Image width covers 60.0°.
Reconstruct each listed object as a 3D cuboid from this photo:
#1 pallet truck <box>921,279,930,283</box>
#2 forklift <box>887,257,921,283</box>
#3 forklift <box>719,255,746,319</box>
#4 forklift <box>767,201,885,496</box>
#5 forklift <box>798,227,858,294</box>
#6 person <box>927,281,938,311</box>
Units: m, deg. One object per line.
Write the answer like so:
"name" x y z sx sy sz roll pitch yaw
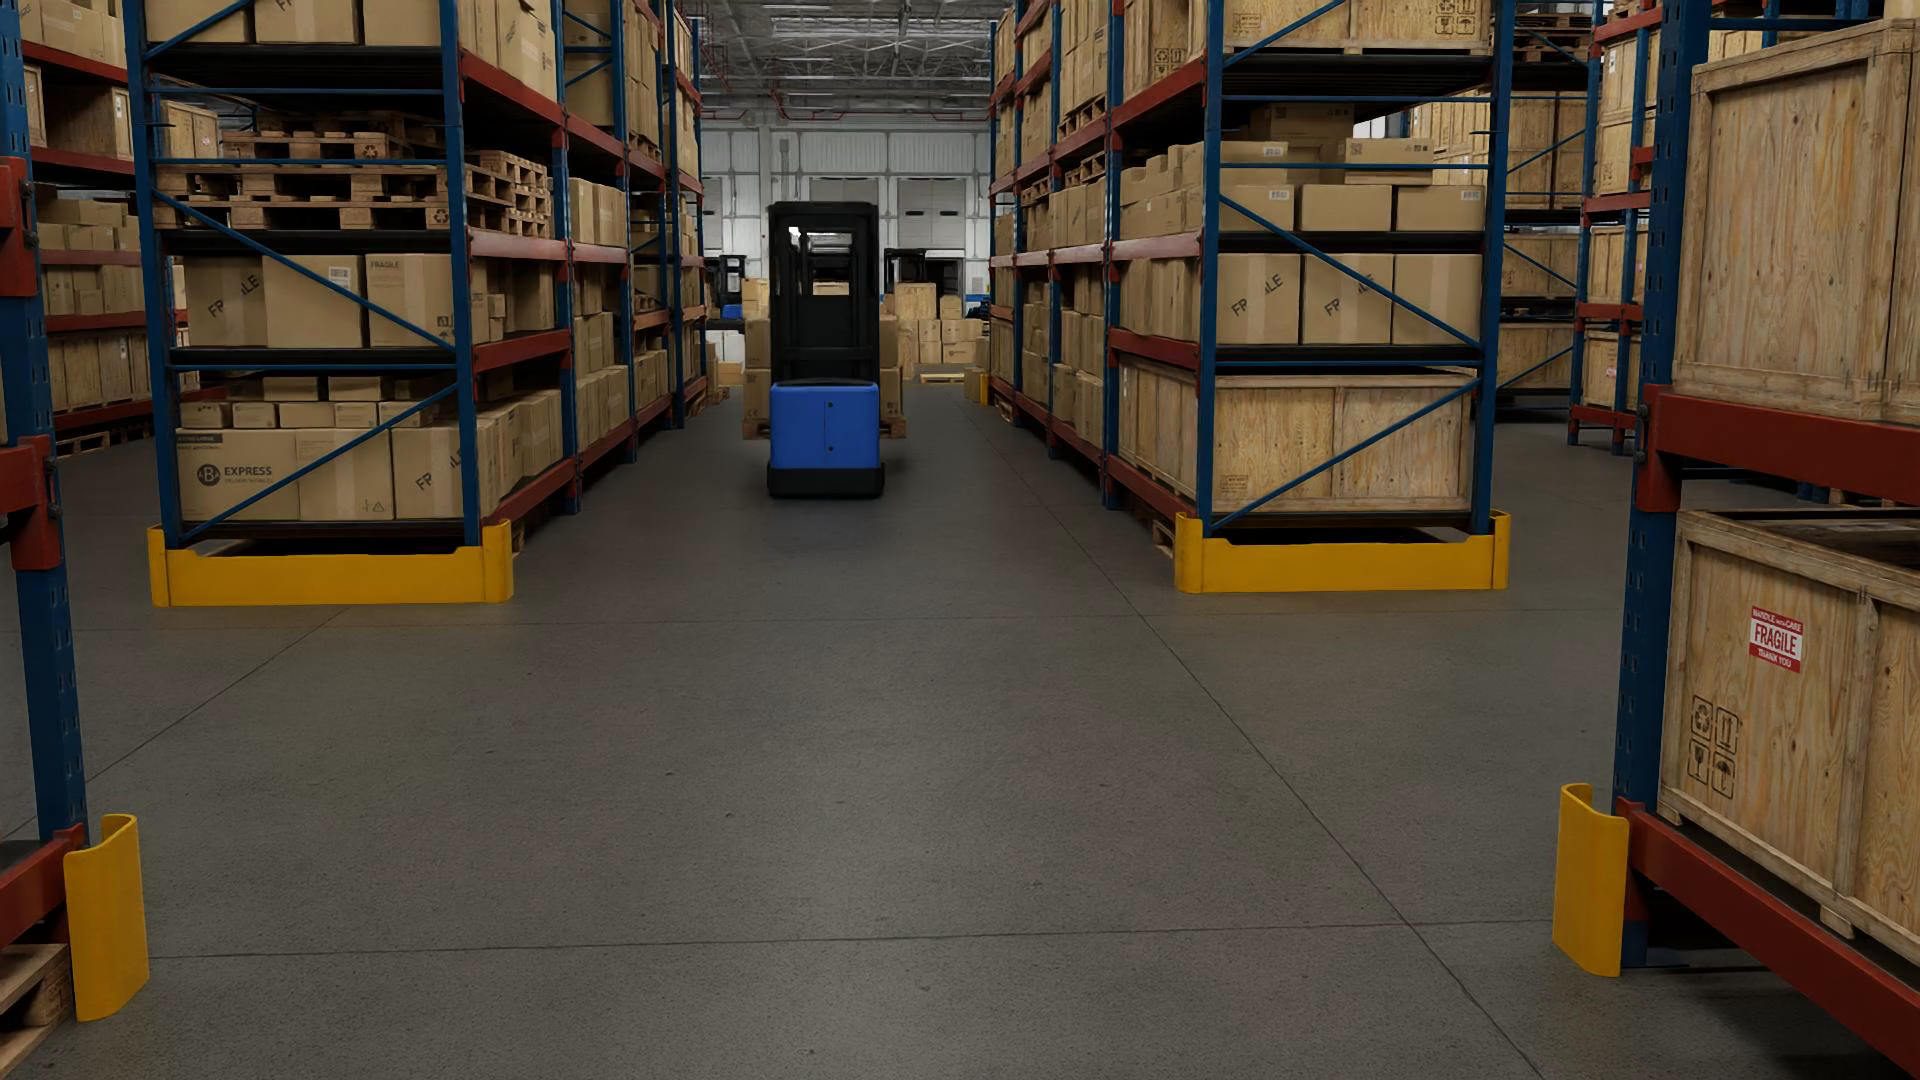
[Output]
"pallet truck" -0.932 -8.922 63.114 1.885 1.965 0.823 2 9 13
"forklift" -1.475 -6.327 44.059 1.129 2.768 1.873 -1 9 -4
"forklift" -7.876 -8.525 57.858 1.129 2.768 1.873 -9 12 -43
"forklift" -1.321 -1.899 16.252 1.129 2.768 1.873 -1 9 -4
"forklift" -1.875 -3.174 24.260 1.129 2.768 1.873 -1 9 -4
"person" -1.034 -7.783 56.271 0.663 1.894 0.966 2 9 10
